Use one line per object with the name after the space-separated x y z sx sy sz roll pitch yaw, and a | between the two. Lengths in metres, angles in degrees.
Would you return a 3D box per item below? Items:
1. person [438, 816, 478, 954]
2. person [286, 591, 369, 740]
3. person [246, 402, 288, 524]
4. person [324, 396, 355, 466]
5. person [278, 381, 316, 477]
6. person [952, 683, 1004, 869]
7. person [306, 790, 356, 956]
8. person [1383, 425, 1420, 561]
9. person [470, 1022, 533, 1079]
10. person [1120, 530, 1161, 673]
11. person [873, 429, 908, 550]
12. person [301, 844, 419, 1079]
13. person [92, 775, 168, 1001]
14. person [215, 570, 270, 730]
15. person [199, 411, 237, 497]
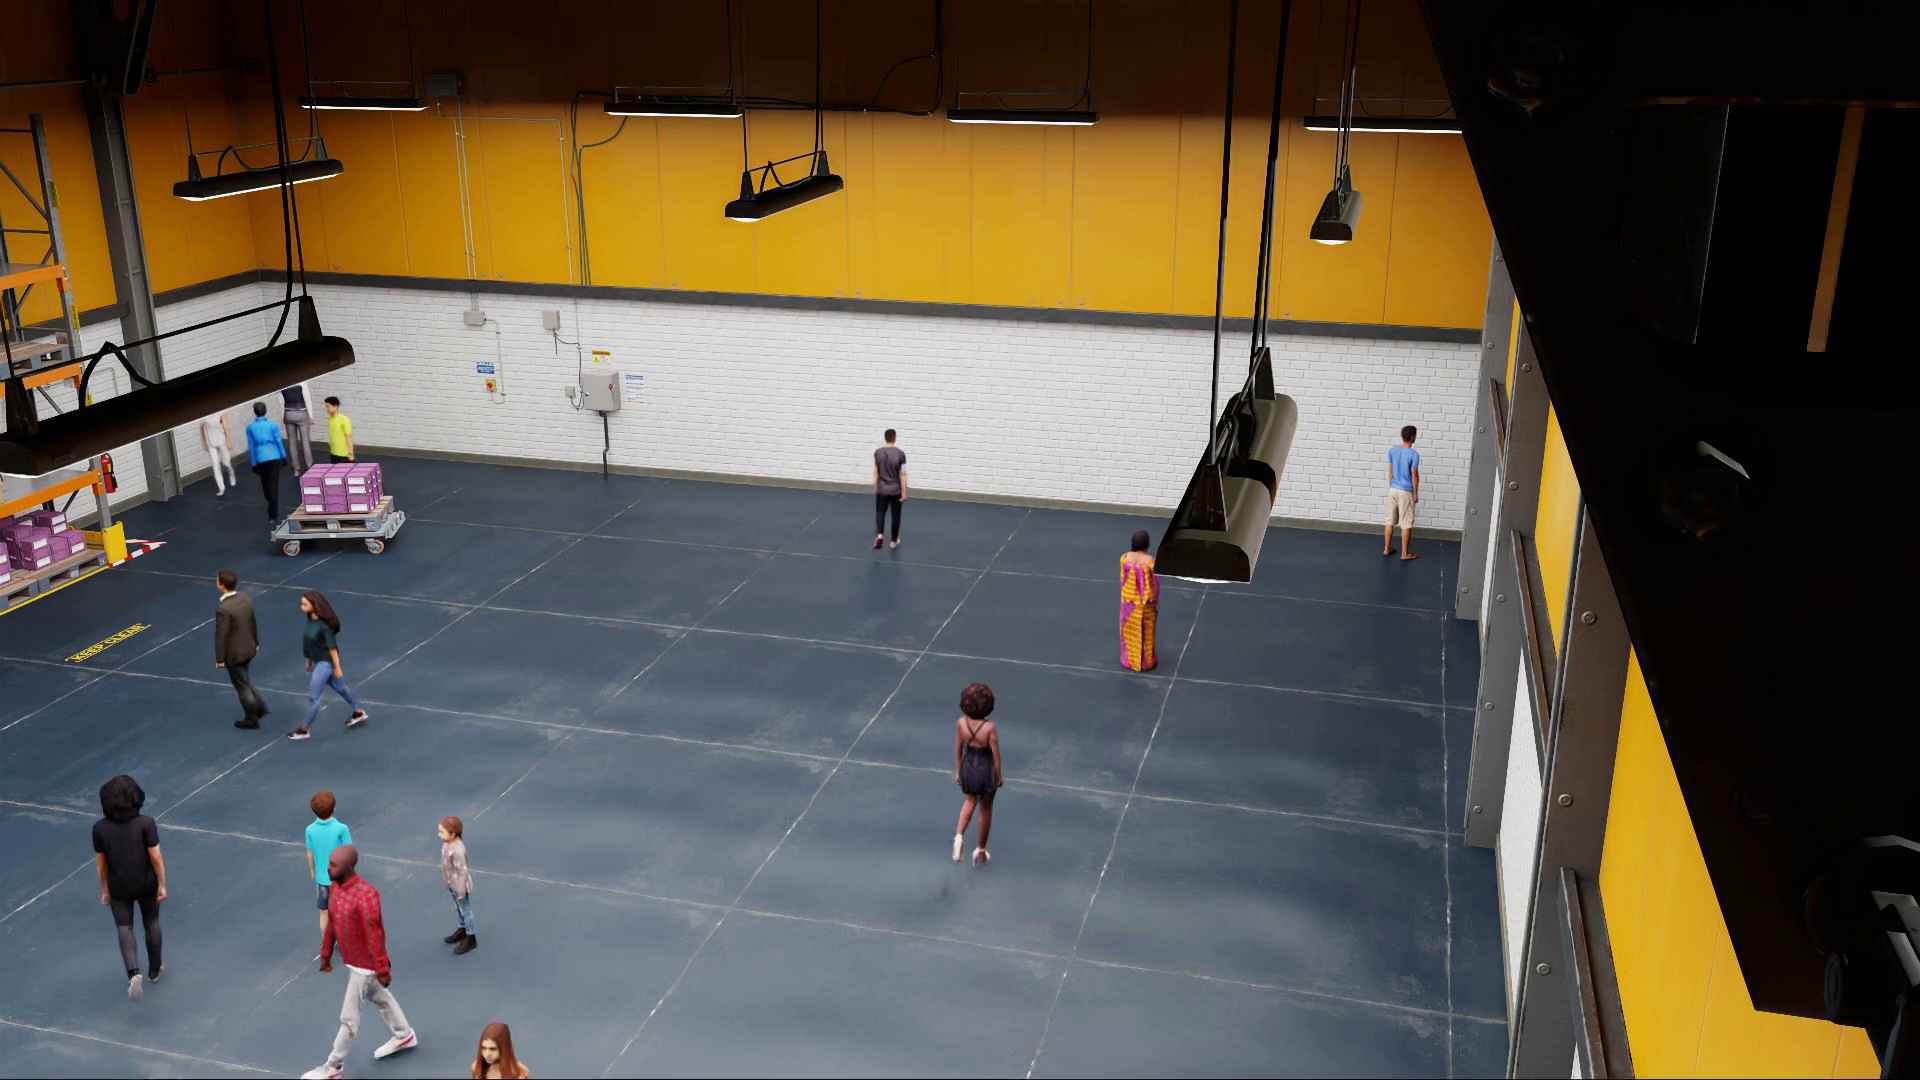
-4.121 2.805 13.662 0.606 1.194 0.555 -13 22 -33 | person
-6.628 1.298 17.551 1.179 1.567 0.984 -16 25 -40 | person
-10.192 -1.118 24.433 0.904 1.754 1.201 -2 19 -7 | person
-9.337 -1.363 25.256 0.731 1.692 0.859 10 21 27 | person
-10.677 -1.995 26.749 0.711 1.939 0.634 1 19 2 | person
0.129 2.137 14.733 0.647 1.776 0.799 9 21 26 | person
-5.104 2.710 13.541 0.560 1.450 0.543 0 19 1 | person
6.094 -0.665 22.916 0.756 1.864 0.743 -16 24 -40 | person
-2.759 3.666 10.289 0.608 1.714 0.673 5 19 14 | person
2.082 0.658 19.264 0.723 1.686 0.751 12 22 31 | person
-1.010 -0.667 23.096 0.691 1.752 0.932 3 19 10 | person
-4.275 3.011 12.125 1.245 1.785 1.082 -16 25 -40 | person
-6.456 2.718 12.941 0.939 1.818 1.043 -7 20 -20 | person
-7.546 1.171 17.569 0.780 1.796 0.616 3 19 10 | person
-11.511 -1.539 25.828 0.771 1.663 0.906 -2 19 -5 | person
